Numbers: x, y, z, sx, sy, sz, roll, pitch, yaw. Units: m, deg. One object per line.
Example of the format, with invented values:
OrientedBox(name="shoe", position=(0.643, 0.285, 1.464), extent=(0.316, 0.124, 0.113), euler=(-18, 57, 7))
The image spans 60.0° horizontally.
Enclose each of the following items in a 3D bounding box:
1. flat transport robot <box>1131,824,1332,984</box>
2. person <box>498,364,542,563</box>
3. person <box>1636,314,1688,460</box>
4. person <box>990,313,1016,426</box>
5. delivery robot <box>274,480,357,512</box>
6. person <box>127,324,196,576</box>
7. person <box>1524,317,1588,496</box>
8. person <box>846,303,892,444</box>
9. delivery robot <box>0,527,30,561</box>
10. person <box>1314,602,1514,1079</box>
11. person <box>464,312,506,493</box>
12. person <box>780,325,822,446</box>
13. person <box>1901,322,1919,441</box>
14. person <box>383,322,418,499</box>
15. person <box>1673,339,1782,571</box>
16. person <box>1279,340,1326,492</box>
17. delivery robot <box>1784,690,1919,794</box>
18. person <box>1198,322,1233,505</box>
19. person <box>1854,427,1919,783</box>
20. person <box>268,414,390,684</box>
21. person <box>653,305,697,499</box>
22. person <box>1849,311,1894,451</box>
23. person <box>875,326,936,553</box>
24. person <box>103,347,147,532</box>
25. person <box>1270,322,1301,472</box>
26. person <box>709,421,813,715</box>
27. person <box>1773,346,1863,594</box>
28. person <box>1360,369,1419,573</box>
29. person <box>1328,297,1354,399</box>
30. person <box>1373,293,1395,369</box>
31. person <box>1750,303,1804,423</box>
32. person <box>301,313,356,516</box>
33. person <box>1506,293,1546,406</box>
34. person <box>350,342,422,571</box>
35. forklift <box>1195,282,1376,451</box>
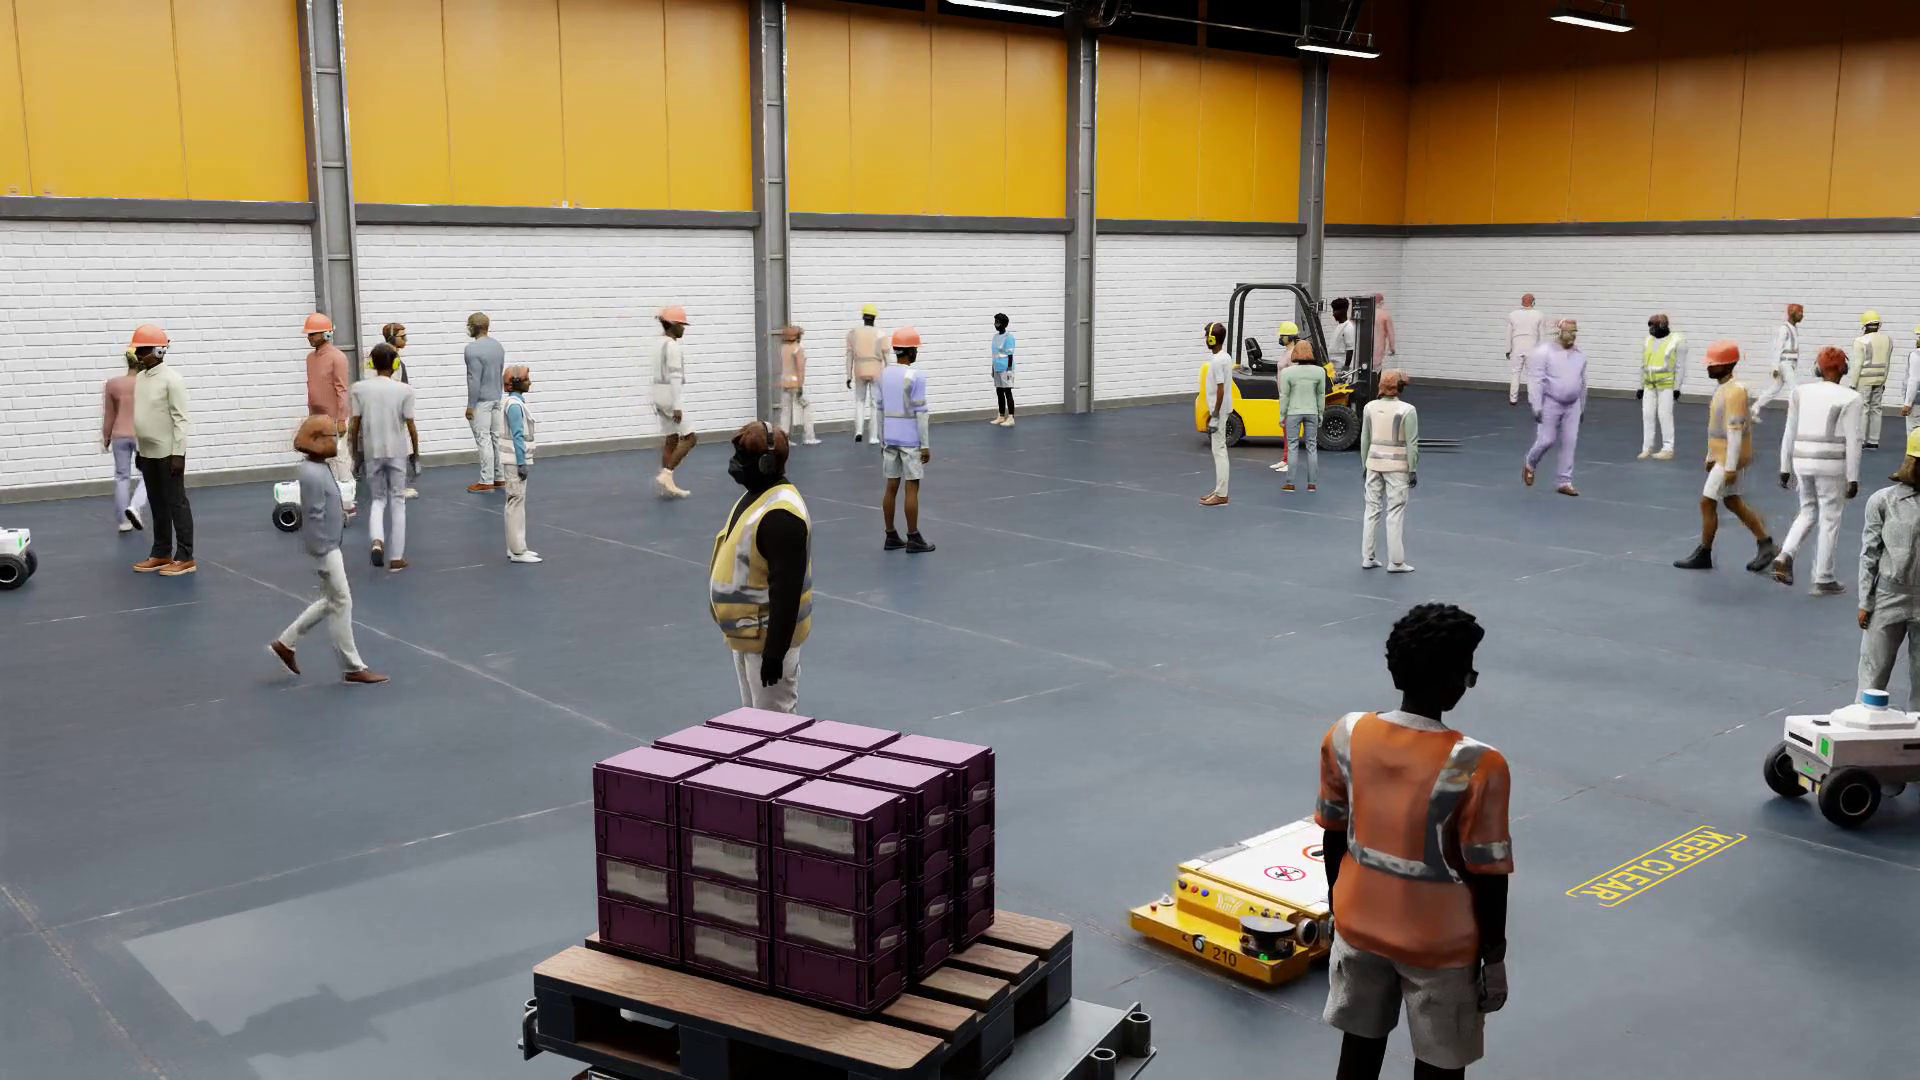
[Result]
OrientedBox(name="flat transport robot", position=(1.379, 1.318, 6.395), extent=(1.431, 0.197, 0.652), euler=(-9, 13, -41))
OrientedBox(name="person", position=(-3.669, -0.633, 13.812), extent=(0.314, 1.641, 0.515), euler=(-3, 10, -17))
OrientedBox(name="person", position=(8.757, -1.906, 20.806), extent=(0.470, 1.819, 0.662), euler=(-5, 11, -28))
OrientedBox(name="person", position=(0.638, -2.544, 24.859), extent=(0.319, 1.691, 0.535), euler=(-6, 11, -29))
OrientedBox(name="delivery robot", position=(-6.008, -0.429, 15.522), extent=(0.707, 0.478, 0.477), euler=(-3, 10, -17))
OrientedBox(name="person", position=(-6.381, -0.715, 13.262), extent=(0.611, 1.995, 0.375), euler=(6, 11, 31))
OrientedBox(name="person", position=(6.393, -1.438, 17.789), extent=(0.657, 1.890, 0.663), euler=(-2, 10, -10))
OrientedBox(name="person", position=(-1.226, -2.236, 22.441), extent=(0.609, 1.901, 0.438), euler=(1, 10, 7))
OrientedBox(name="delivery robot", position=(-7.528, 0.050, 12.716), extent=(0.707, 0.478, 0.477), euler=(-4, 10, -20))
OrientedBox(name="person", position=(1.130, 0.992, 4.152), extent=(0.317, 1.690, 0.540), euler=(-8, 13, -41))
OrientedBox(name="person", position=(-5.116, -1.476, 17.878), extent=(0.357, 1.937, 0.637), euler=(3, 10, 15))
OrientedBox(name="person", position=(-2.143, -2.056, 22.246), extent=(0.675, 1.612, 0.507), euler=(-8, 13, -40))
OrientedBox(name="person", position=(10.883, -1.585, 18.829), extent=(0.603, 1.830, 0.404), euler=(-5, 11, -26))
OrientedBox(name="person", position=(-5.912, -1.355, 17.445), extent=(0.330, 1.844, 0.519), euler=(-4, 10, -20))
OrientedBox(name="person", position=(6.237, -0.663, 13.287), extent=(0.788, 1.885, 0.660), euler=(2, 10, 12))
OrientedBox(name="person", position=(3.679, -1.332, 17.920), extent=(0.500, 1.636, 0.281), euler=(-1, 10, -4))
OrientedBox(name="delivery robot", position=(4.162, 0.926, 7.585), extent=(0.707, 0.478, 0.477), euler=(-1, 10, -6))
OrientedBox(name="person", position=(2.605, -1.275, 16.929), extent=(0.335, 1.864, 0.521), euler=(3, 10, 16))
OrientedBox(name="person", position=(4.563, 0.315, 7.965), extent=(0.484, 1.745, 0.298), euler=(3, 10, 18))
OrientedBox(name="person", position=(-3.760, 0.065, 9.802), extent=(0.643, 1.618, 0.517), euler=(-3, 10, -15))
OrientedBox(name="person", position=(-2.979, -1.426, 17.336), extent=(0.447, 2.019, 0.636), euler=(-5, 11, -28))
OrientedBox(name="person", position=(11.798, -2.061, 21.630), extent=(0.592, 1.828, 0.404), euler=(-3, 10, -17))
OrientedBox(name="person", position=(-0.469, -0.857, 14.256), extent=(0.543, 1.939, 0.370), euler=(8, 13, 41))
OrientedBox(name="person", position=(-7.569, -0.918, 15.212), extent=(0.604, 1.729, 0.495), euler=(-1, 10, -3))
OrientedBox(name="person", position=(3.852, -1.684, 19.603), extent=(0.310, 1.769, 0.525), euler=(0, 10, 0))
OrientedBox(name="person", position=(-0.850, 0.412, 7.102), extent=(0.429, 1.847, 0.627), euler=(-3, 10, -20))
OrientedBox(name="person", position=(6.413, -0.517, 12.474), extent=(0.493, 1.865, 0.635), euler=(-5, 11, -27))
OrientedBox(name="person", position=(3.445, -0.554, 13.366), extent=(0.310, 1.636, 0.523), euler=(-8, 13, -39))
OrientedBox(name="person", position=(5.351, -2.425, 23.376), extent=(0.368, 1.960, 0.602), euler=(-1, 10, -4))
OrientedBox(name="person", position=(7.461, -3.457, 29.664), extent=(0.679, 1.866, 0.909), euler=(9, 13, 41))
OrientedBox(name="person", position=(12.346, -2.639, 24.995), extent=(0.955, 1.847, 0.579), euler=(7, 12, 37))
OrientedBox(name="person", position=(-6.149, -1.203, 16.147), extent=(0.614, 1.987, 0.407), euler=(7, 12, 37))
OrientedBox(name="person", position=(9.619, -3.236, 28.281), extent=(0.651, 1.906, 0.403), euler=(5, 11, 27))
OrientedBox(name="person", position=(-4.607, -0.659, 13.346), extent=(0.555, 1.849, 0.441), euler=(-1, 10, -4))
OrientedBox(name="forklift", position=(4.328, -2.346, 22.227), extent=(2.313, 2.155, 1.214), euler=(3, 10, 16))
